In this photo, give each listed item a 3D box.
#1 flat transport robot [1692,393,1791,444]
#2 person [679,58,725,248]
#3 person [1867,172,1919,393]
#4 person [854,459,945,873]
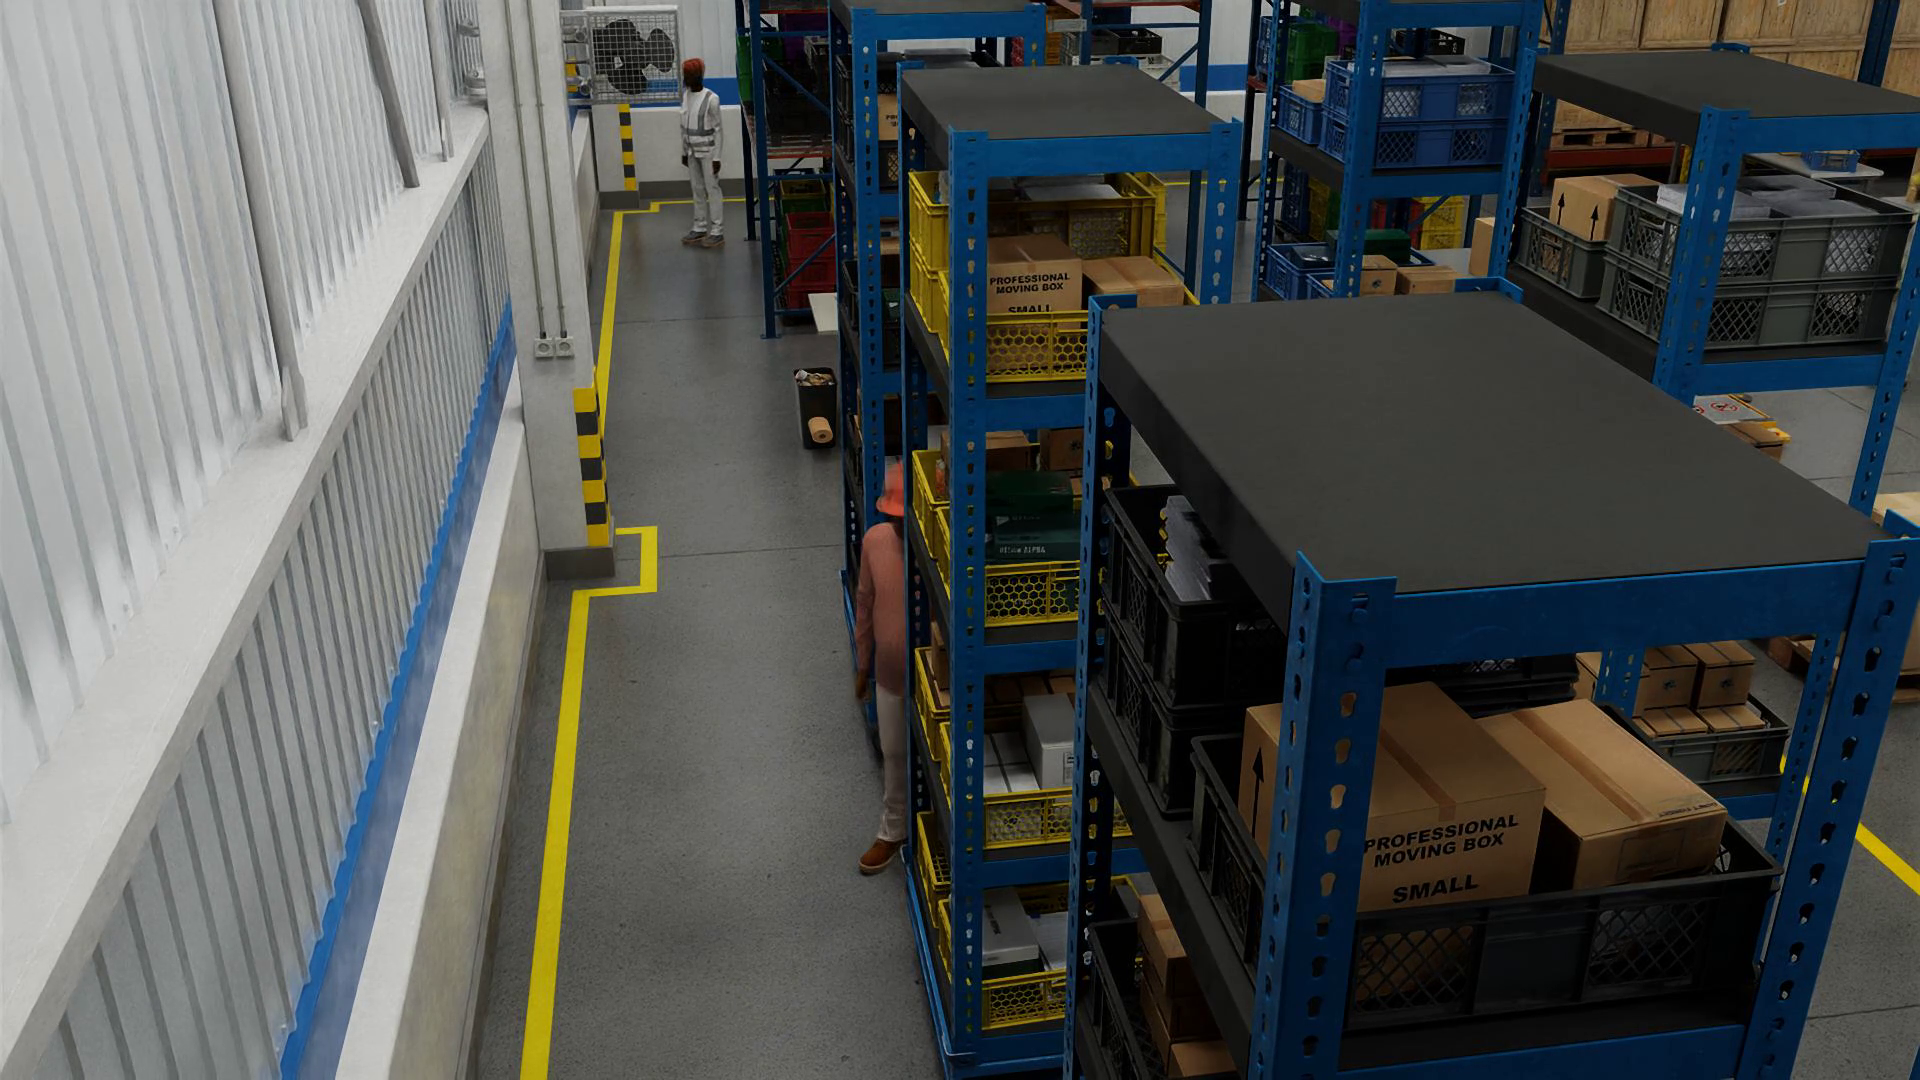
[{"bbox_3d":[5.224,-0.859,12.132,1.431,0.197,0.652,-4,25,-8],"label":"flat transport robot"},{"bbox_3d":[-2.628,-3.923,16.880,0.575,1.882,0.362,21,32,38],"label":"person"},{"bbox_3d":[7.407,-2.062,12.899,0.403,1.830,0.592,10,26,20],"label":"person"},{"bbox_3d":[-0.188,0.573,6.973,0.621,1.992,0.395,16,29,30],"label":"person"}]
